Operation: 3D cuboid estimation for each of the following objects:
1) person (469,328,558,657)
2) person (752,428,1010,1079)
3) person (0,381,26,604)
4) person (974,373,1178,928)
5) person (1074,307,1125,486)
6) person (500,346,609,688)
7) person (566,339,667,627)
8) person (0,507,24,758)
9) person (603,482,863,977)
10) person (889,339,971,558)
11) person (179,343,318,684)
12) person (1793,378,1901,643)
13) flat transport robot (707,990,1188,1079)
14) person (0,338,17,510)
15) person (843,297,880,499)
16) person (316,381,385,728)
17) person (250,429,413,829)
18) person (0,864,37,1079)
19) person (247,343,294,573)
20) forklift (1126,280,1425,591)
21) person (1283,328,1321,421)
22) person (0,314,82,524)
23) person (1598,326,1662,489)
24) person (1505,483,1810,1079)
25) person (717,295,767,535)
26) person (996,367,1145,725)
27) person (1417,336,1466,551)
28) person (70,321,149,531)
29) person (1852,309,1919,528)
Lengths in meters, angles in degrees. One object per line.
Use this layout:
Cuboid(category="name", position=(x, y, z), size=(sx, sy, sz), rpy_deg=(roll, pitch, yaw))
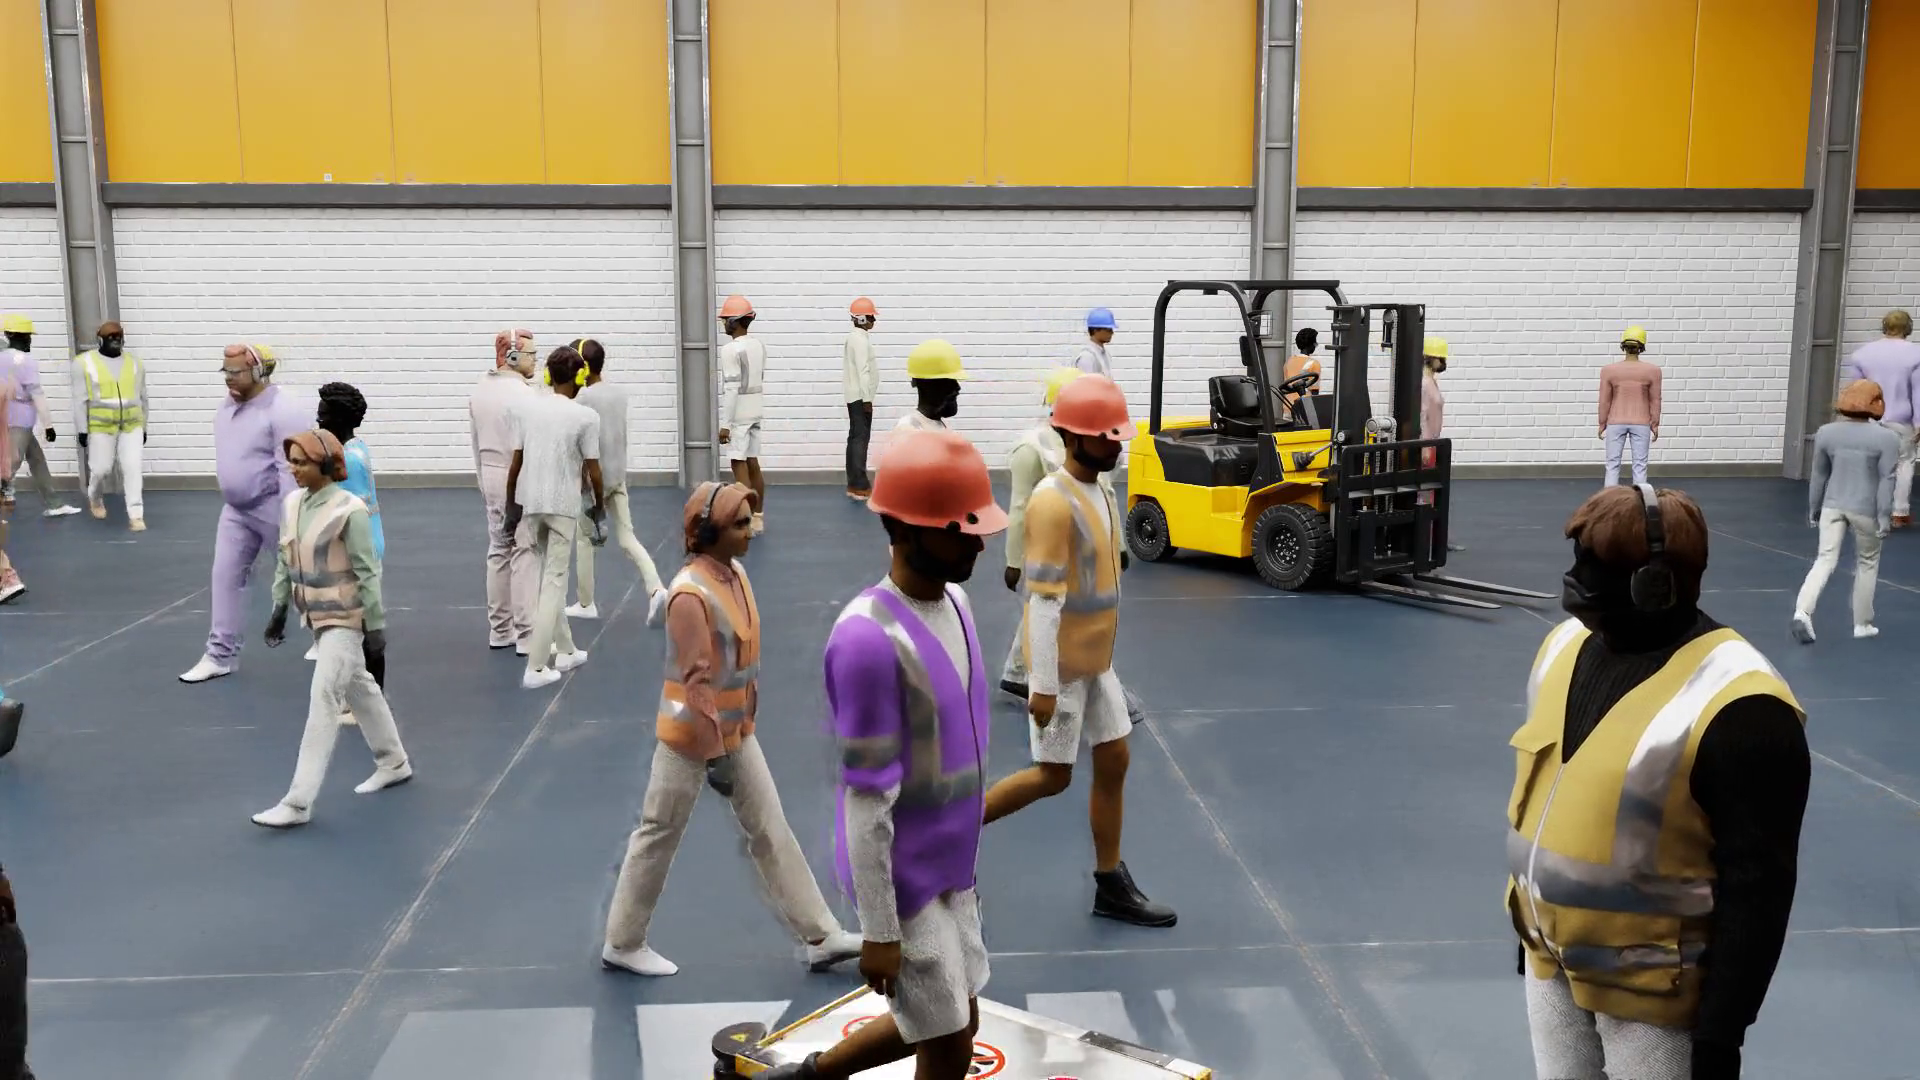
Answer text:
Cuboid(category="person", position=(-2.575, -0.278, 9.728), size=(0.407, 1.904, 0.654), rpy_deg=(-9, 13, -44))
Cuboid(category="person", position=(-0.160, 0.696, 3.623), size=(0.694, 1.909, 0.554), rpy_deg=(4, 10, 22))
Cuboid(category="person", position=(-6.706, -0.492, 11.213), size=(0.743, 1.904, 0.679), rpy_deg=(1, 9, 4))
Cuboid(category="person", position=(0.295, 0.381, 5.631), size=(0.830, 1.907, 0.556), rpy_deg=(4, 10, 22))
Cuboid(category="person", position=(1.212, -1.060, 14.541), size=(0.481, 1.931, 0.648), rpy_deg=(4, 10, 22))
Cuboid(category="person", position=(-2.176, -0.139, 9.091), size=(0.541, 1.823, 0.788), rpy_deg=(3, 10, 20))
Cuboid(category="person", position=(-2.206, -0.358, 10.489), size=(0.910, 1.829, 0.532), rpy_deg=(7, 12, 38))
Cuboid(category="person", position=(-4.539, 0.113, 7.526), size=(0.690, 1.827, 0.566), rpy_deg=(3, 10, 19))
Cuboid(category="person", position=(-0.732, 0.608, 5.156), size=(0.897, 1.583, 0.526), rpy_deg=(2, 9, 13))
Cuboid(category="person", position=(-0.130, 0.056, 7.560), size=(0.368, 1.928, 0.585), rpy_deg=(2, 9, 12))
Cuboid(category="person", position=(-3.887, -0.178, 9.306), size=(0.650, 1.853, 1.011), rpy_deg=(4, 10, 25))
Cuboid(category="person", position=(5.327, -0.171, 10.001), size=(0.775, 1.607, 0.505), rpy_deg=(-7, 11, -38))
Cuboid(category="flat transport robot", position=(0.079, 1.419, 4.189), size=(1.431, 0.197, 0.652), rpy_deg=(7, 11, 36))
Cuboid(category="person", position=(-9.094, -1.209, 15.465), size=(0.355, 1.938, 0.637), rpy_deg=(4, 10, 22))
Cuboid(category="person", position=(-0.973, -1.404, 16.516), size=(0.377, 1.995, 0.608), rpy_deg=(-3, 9, -15))
Cuboid(category="person", position=(-3.002, 0.069, 8.198), size=(0.320, 1.697, 0.531), rpy_deg=(-4, 10, -21))
Cuboid(category="person", position=(-2.604, 0.340, 6.835), size=(0.538, 1.598, 0.814), rpy_deg=(7, 12, 39))
Cuboid(category="person", position=(-2.330, 0.672, 3.824), size=(0.808, 1.888, 0.609), rpy_deg=(-5, 11, -30))
Cuboid(category="person", position=(-5.045, -0.580, 12.215), size=(0.915, 1.723, 0.526), rpy_deg=(5, 10, 28))
Cuboid(category="forklift", position=(2.301, -0.860, 12.475), size=(1.214, 2.155, 2.313), rpy_deg=(-6, 11, -35))
Cuboid(category="person", position=(3.456, -1.299, 16.822), size=(0.322, 1.690, 0.532), rpy_deg=(-4, 10, -26))
Cuboid(category="person", position=(-8.487, -1.086, 14.945), size=(0.589, 1.874, 1.008), rpy_deg=(6, 11, 34))
Cuboid(category="person", position=(5.950, -1.016, 14.800), size=(0.528, 1.768, 0.313), rpy_deg=(4, 10, 23))
Cuboid(category="person", position=(1.245, 0.806, 3.132), size=(0.430, 1.840, 0.624), rpy_deg=(-3, 9, -16))
Cuboid(category="person", position=(-1.857, -1.027, 14.000), size=(0.376, 2.043, 0.609), rpy_deg=(3, 10, 19))
Cuboid(category="person", position=(0.539, 0.029, 8.244), size=(0.951, 1.770, 0.693), rpy_deg=(7, 12, 39))
Cuboid(category="person", position=(3.652, -0.767, 13.347), size=(0.773, 1.737, 0.530), rpy_deg=(5, 10, 28))
Cuboid(category="person", position=(-7.401, -0.998, 14.516), size=(0.632, 1.822, 0.775), rpy_deg=(-8, 12, -42))
Cuboid(category="person", position=(8.067, -1.031, 14.400), size=(0.800, 1.911, 0.647), rpy_deg=(-8, 12, -43))
